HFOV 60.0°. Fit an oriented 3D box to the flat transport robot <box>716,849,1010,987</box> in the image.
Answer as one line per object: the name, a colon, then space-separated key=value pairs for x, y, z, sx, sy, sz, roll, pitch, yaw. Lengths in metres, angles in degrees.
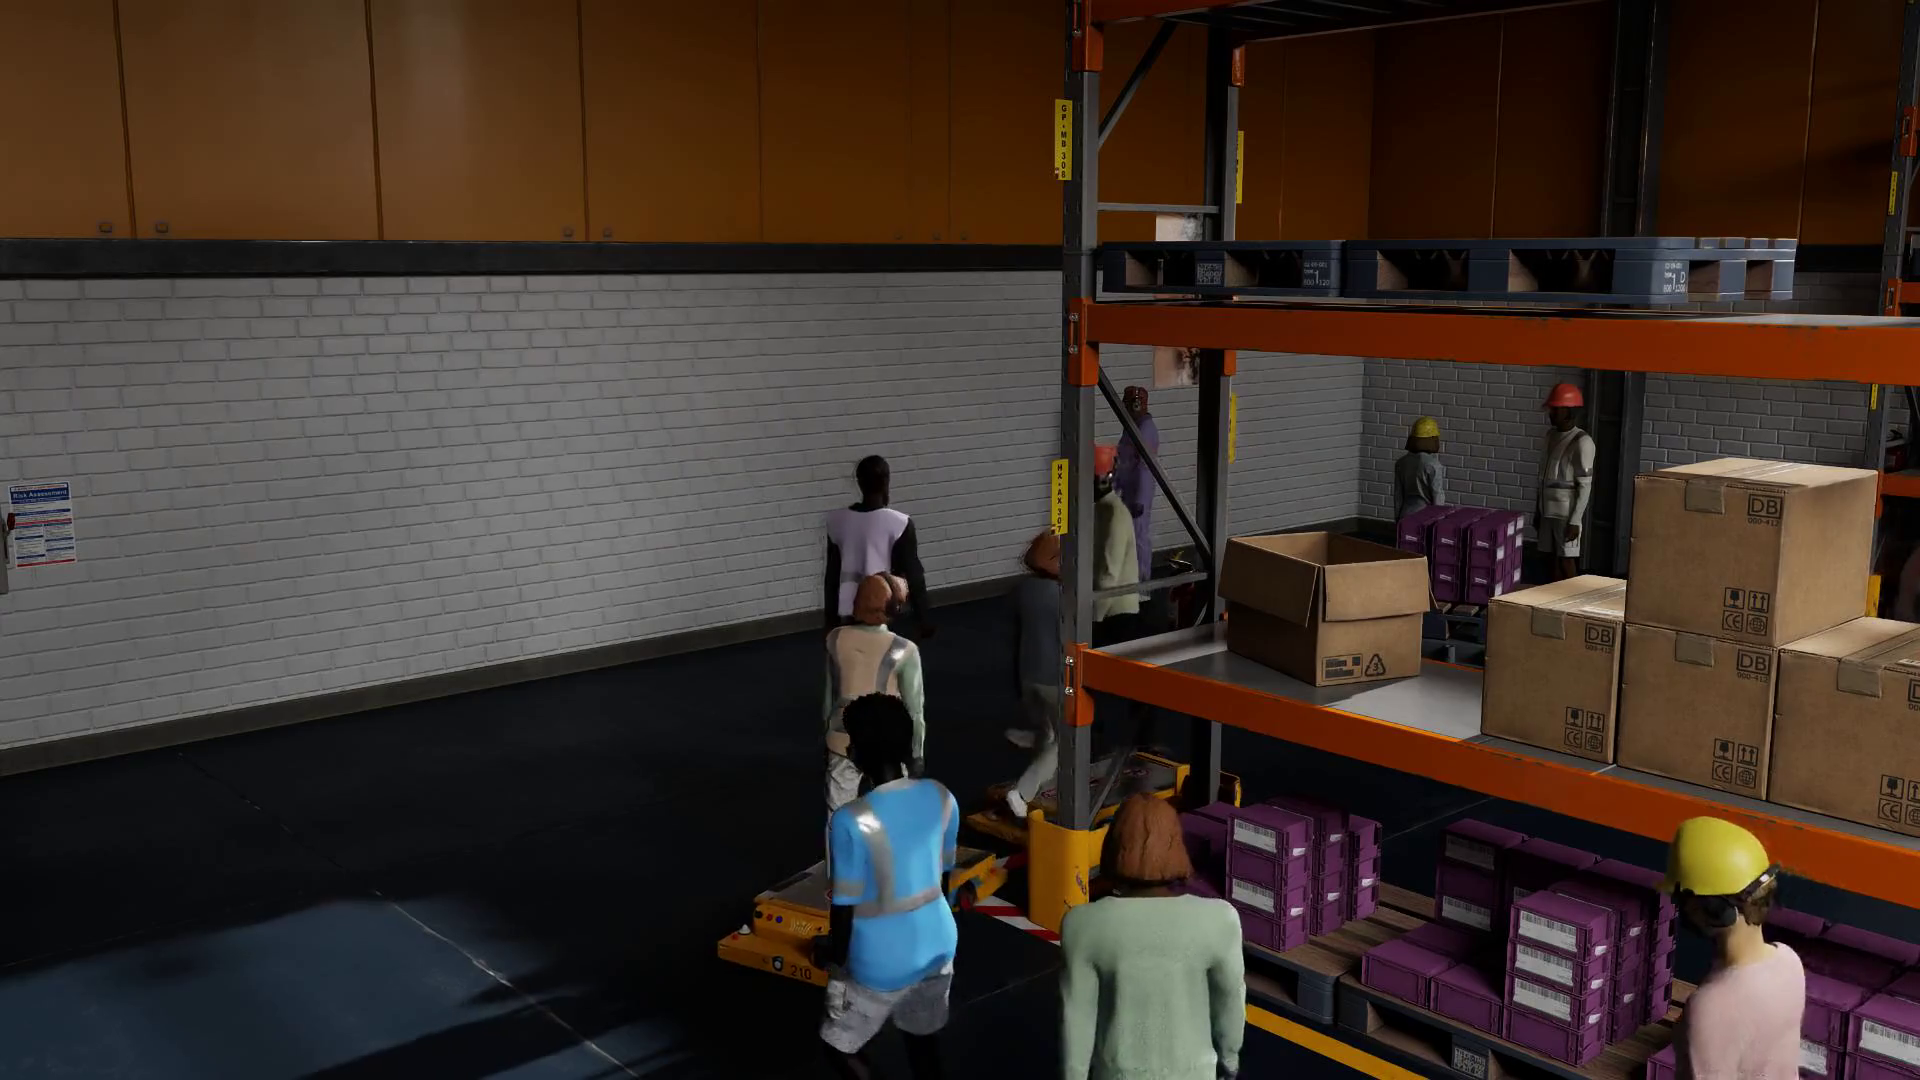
flat transport robot: x=-0.400 y=1.625 z=7.538 sx=0.652 sy=0.197 sz=1.431 roll=6 pitch=11 yaw=30

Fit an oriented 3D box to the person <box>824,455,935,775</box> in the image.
person: x=-0.495 y=0.430 z=9.891 sx=0.595 sy=1.865 sz=1.021 roll=7 pitch=12 yaw=35

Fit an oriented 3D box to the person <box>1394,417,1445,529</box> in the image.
person: x=3.727 y=-0.123 z=13.466 sx=0.298 sy=1.745 sz=0.484 roll=-6 pitch=11 yaw=-32

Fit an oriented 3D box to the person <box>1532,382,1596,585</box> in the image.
person: x=4.740 y=-0.225 z=13.182 sx=0.366 sy=2.047 sz=0.607 roll=-2 pitch=10 yaw=-13

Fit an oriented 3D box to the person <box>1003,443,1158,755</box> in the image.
person: x=0.752 y=0.396 z=9.844 sx=1.012 sy=1.936 sz=0.628 roll=-2 pitch=10 yaw=-10

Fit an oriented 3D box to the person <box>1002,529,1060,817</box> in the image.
person: x=0.421 y=0.744 z=8.743 sx=0.585 sy=1.611 sz=0.523 roll=-8 pitch=13 yaw=-40

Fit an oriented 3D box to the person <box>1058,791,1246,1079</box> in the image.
person: x=0.530 y=1.469 z=4.598 sx=0.505 sy=1.590 sz=0.827 roll=2 pitch=10 yaw=10

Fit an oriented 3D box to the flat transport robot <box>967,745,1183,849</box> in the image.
flat transport robot: x=0.788 y=1.384 z=8.950 sx=1.431 sy=0.197 sz=0.652 roll=-8 pitch=13 yaw=-40

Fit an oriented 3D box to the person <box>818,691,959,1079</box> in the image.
person: x=-0.221 y=1.314 z=5.252 sx=0.371 sy=1.670 sz=0.595 roll=8 pitch=13 yaw=40

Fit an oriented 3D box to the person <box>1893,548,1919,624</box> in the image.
person: x=5.072 y=0.686 z=8.604 sx=0.954 sy=1.798 sz=0.635 roll=2 pitch=10 yaw=14

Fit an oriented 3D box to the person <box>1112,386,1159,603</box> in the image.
person: x=1.523 y=-0.399 z=14.606 sx=0.409 sy=1.906 sz=0.651 roll=0 pitch=10 yaw=-1

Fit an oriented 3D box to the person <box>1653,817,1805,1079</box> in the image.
person: x=1.791 y=1.510 z=3.907 sx=0.573 sy=1.740 sz=0.431 roll=-9 pitch=13 yaw=-43

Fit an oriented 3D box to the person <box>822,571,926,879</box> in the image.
person: x=-0.399 y=0.955 z=7.506 sx=0.518 sy=1.615 sz=0.367 roll=6 pitch=11 yaw=29
